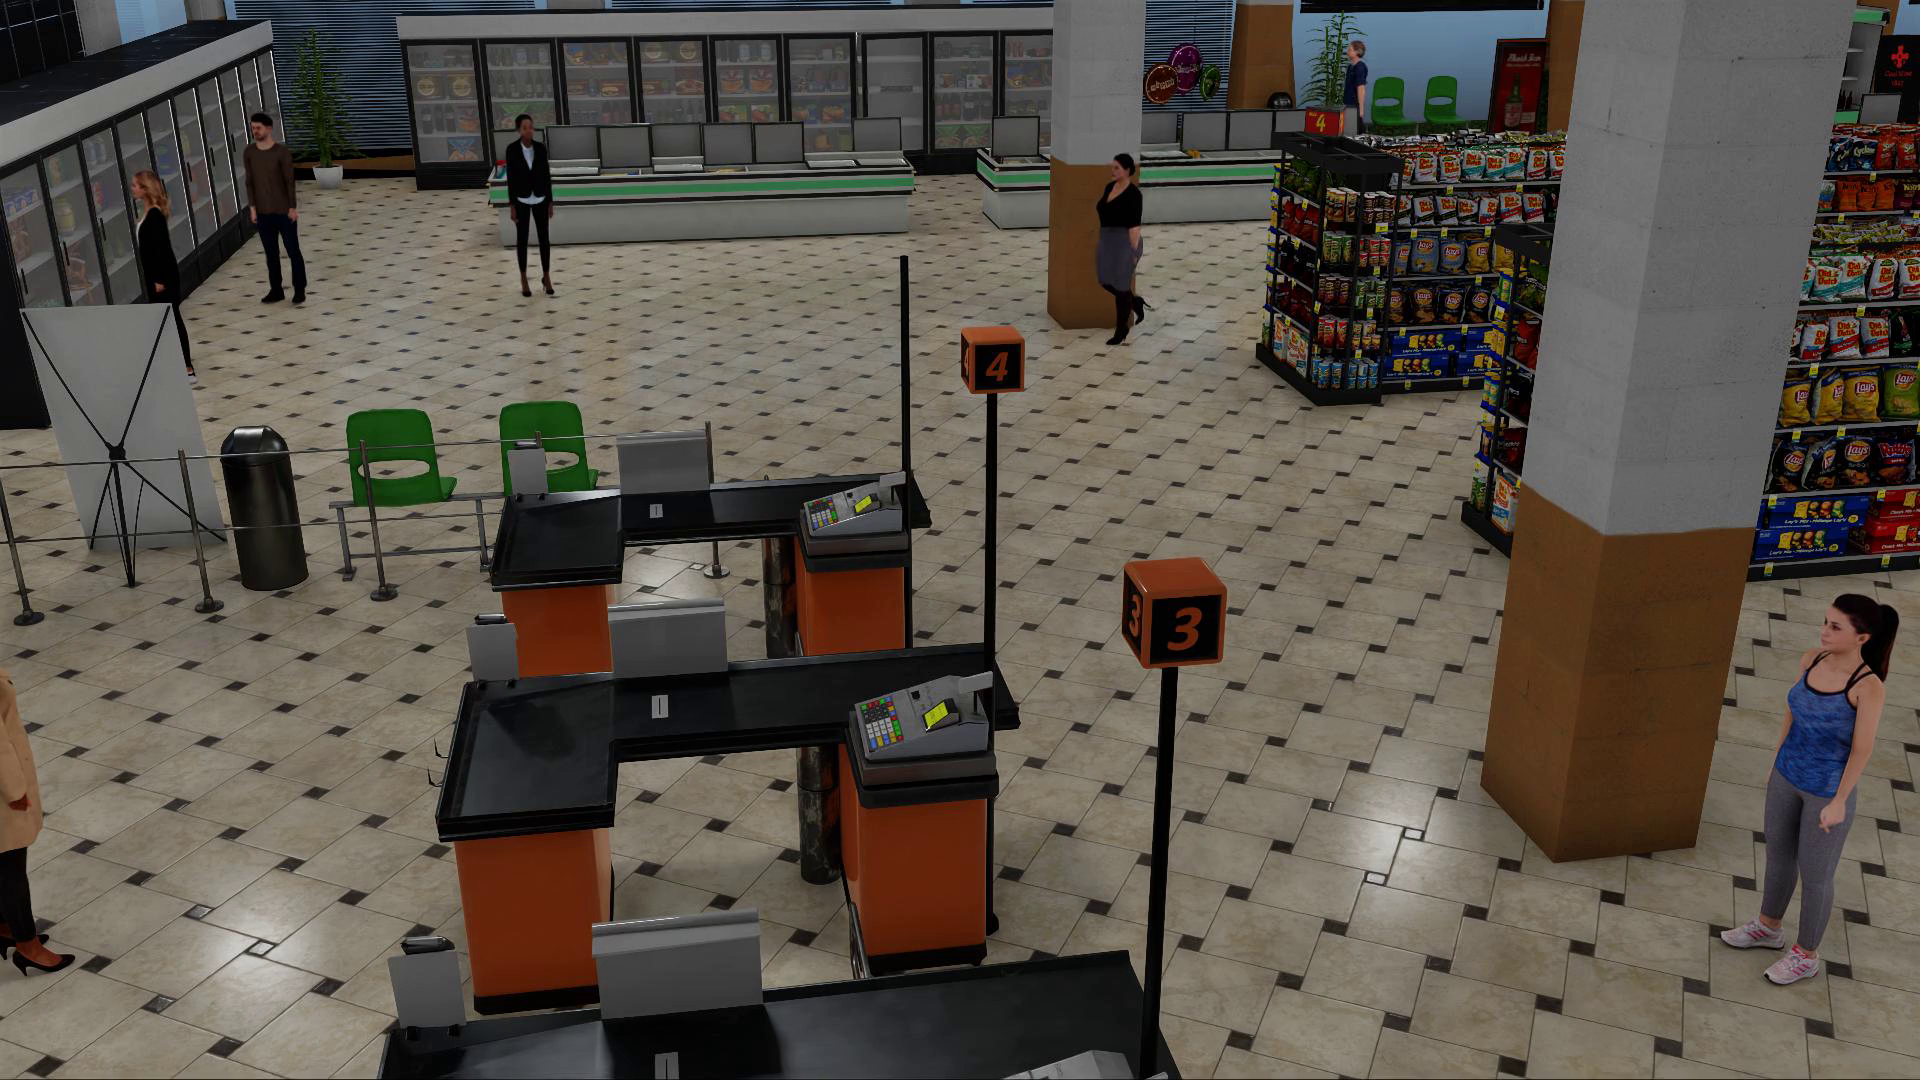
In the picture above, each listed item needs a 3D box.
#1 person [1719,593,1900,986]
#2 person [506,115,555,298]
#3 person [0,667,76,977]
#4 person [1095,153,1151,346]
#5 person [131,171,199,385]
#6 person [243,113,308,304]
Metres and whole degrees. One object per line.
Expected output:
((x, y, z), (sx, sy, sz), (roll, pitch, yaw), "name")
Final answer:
((3.298, 0.947, 6.418), (0.552, 1.610, 0.566), (-5, 22, -13), "person")
((-4.367, -3.392, 16.920), (0.568, 1.831, 0.710), (-10, 24, -24), "person")
((-3.749, 0.914, 6.404), (0.706, 1.682, 0.731), (19, 29, 39), "person")
((1.537, -2.658, 15.209), (0.934, 1.745, 0.812), (-12, 25, -27), "person")
((-6.694, -2.204, 14.004), (0.596, 1.801, 0.650), (-9, 24, -21), "person")
((-6.864, -3.323, 16.674), (0.580, 1.887, 0.761), (1, 22, 4), "person")
